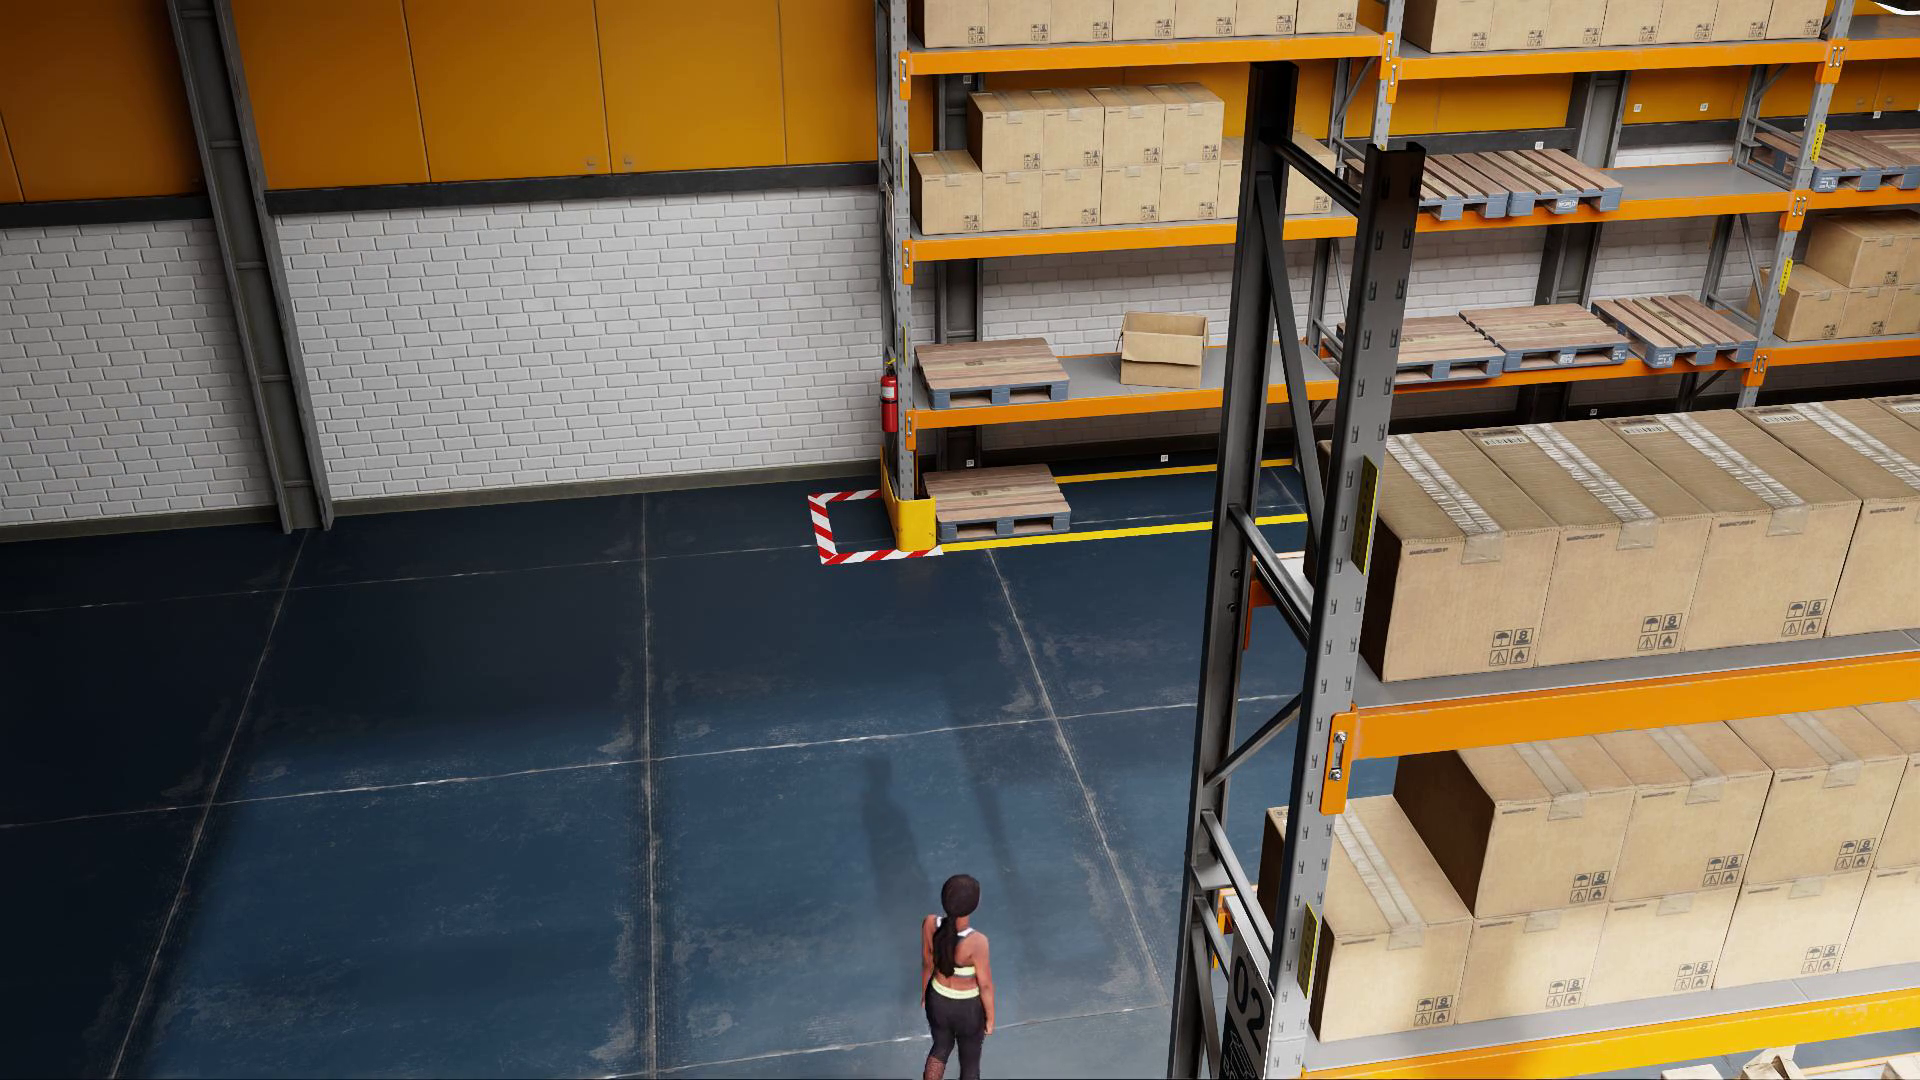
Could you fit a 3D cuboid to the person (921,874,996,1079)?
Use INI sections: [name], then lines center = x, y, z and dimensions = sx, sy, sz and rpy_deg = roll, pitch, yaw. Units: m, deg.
[person]
center = -0.063, 2.466, 8.525
dimensions = 0.854, 1.742, 0.890
rpy_deg = 14, 32, 24
